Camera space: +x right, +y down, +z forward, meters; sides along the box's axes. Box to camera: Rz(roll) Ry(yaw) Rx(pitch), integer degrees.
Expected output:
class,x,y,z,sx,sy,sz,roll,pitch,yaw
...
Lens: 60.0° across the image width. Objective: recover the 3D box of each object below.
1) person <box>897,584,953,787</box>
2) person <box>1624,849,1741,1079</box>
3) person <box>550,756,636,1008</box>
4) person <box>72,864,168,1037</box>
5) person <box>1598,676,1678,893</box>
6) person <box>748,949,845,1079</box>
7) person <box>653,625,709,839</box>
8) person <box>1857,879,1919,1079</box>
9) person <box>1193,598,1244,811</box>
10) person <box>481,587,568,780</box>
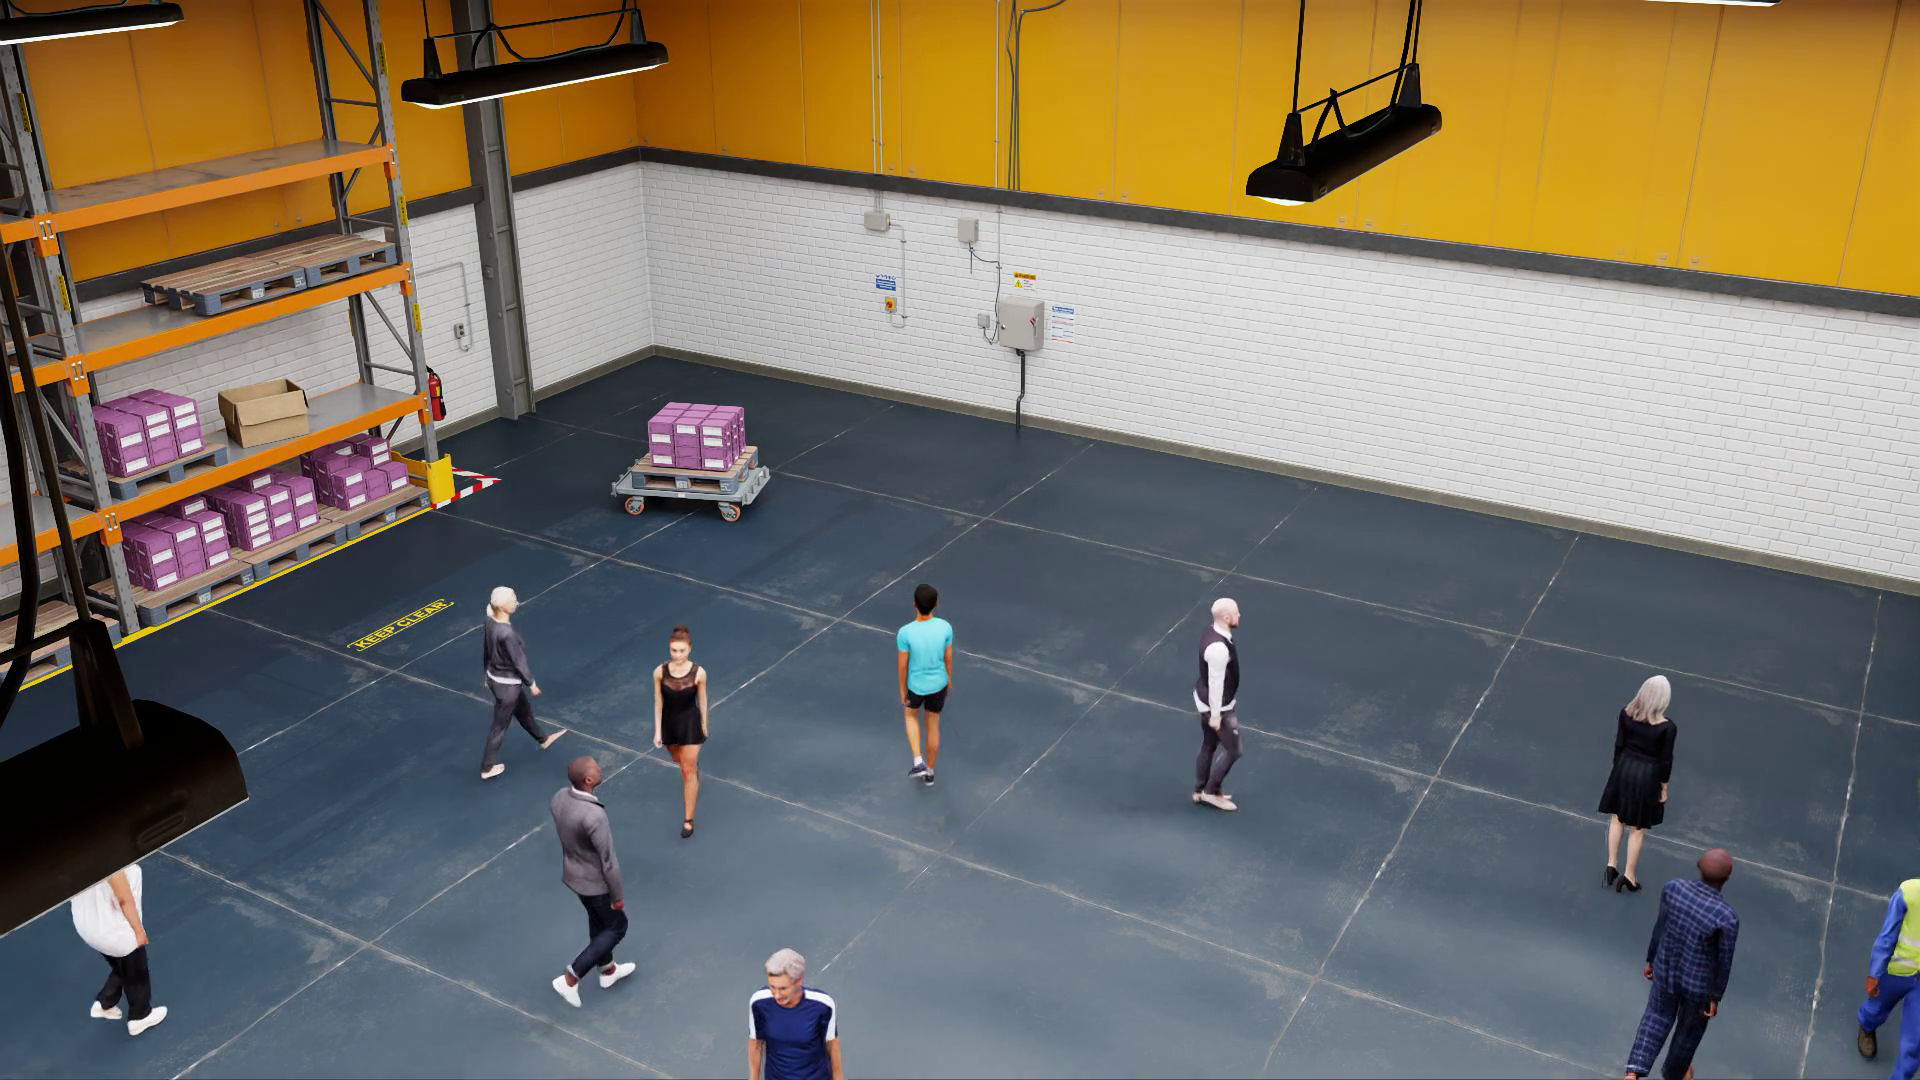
class,x,y,z,sx,sy,sz,roll,pitch,yaw
person,-0.249,1.215,13.387,0.765,1.763,0.818,-5,24,-11
person,4.342,2.655,10.040,1.012,1.806,0.836,-19,30,-37
person,-2.487,2.265,10.930,1.015,1.807,0.893,-20,31,-38
person,-5.465,2.469,10.626,0.662,1.677,0.652,14,27,28
person,4.929,1.775,12.128,0.642,1.746,0.662,-21,31,-39
person,-0.886,2.971,9.309,0.834,1.812,0.971,3,24,8
person,-2.172,1.429,13.049,0.841,1.642,1.145,3,24,7
person,5.810,2.597,10.207,0.833,1.778,1.246,8,25,17
person,1.950,1.302,13.123,0.878,1.814,0.751,1,24,2
person,-3.775,1.184,13.551,1.142,1.687,0.896,-19,30,-37
